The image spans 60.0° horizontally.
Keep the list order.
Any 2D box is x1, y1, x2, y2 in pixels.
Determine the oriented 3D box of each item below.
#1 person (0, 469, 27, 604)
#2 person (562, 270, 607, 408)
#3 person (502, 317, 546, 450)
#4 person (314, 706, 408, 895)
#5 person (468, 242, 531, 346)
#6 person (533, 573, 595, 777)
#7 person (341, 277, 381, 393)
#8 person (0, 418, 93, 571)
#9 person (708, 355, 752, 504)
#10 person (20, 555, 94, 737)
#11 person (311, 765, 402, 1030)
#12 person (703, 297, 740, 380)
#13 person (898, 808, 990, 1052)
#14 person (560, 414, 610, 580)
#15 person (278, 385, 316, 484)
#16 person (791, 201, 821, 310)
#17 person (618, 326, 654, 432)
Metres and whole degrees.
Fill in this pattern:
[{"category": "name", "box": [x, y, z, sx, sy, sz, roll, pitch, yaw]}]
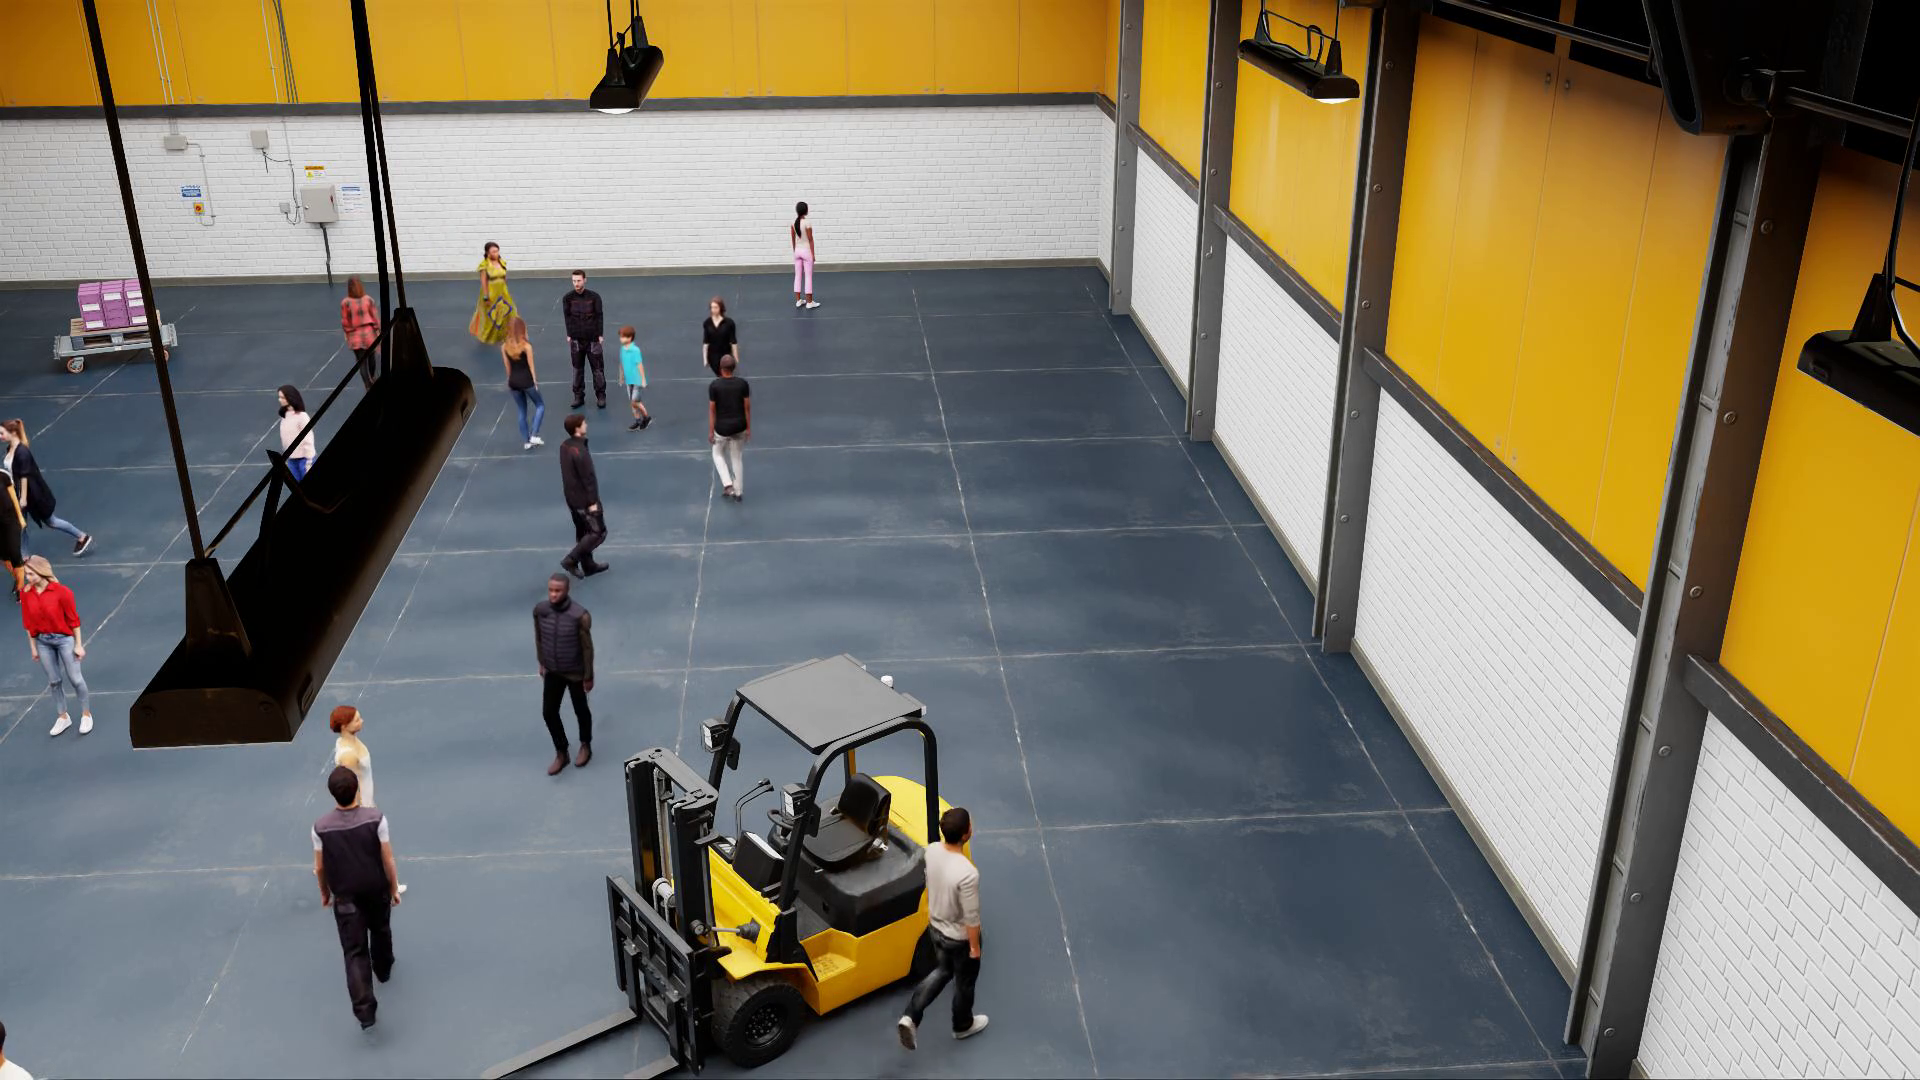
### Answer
[{"category": "person", "box": [-9.904, -0.216, 17.184, 0.723, 1.647, 0.926, -7, 25, -16]}, {"category": "person", "box": [-5.110, -2.749, 22.650, 0.693, 1.912, 0.583, -1, 24, -2]}, {"category": "person", "box": [-5.584, -1.945, 21.074, 0.682, 1.700, 0.697, 7, 25, 15]}, {"category": "person", "box": [-4.503, 1.959, 12.229, 0.756, 1.631, 0.854, -8, 25, -19]}, {"category": "person", "box": [-7.094, -3.685, 25.159, 1.272, 1.617, 1.225, 18, 29, 35]}, {"category": "person", "box": [-3.277, 1.071, 14.031, 0.844, 1.816, 0.881, 6, 24, 14]}, {"category": "person", "box": [-8.261, -2.768, 23.005, 0.890, 1.661, 1.175, -11, 26, -23]}, {"category": "person", "box": [-9.871, -0.502, 17.834, 1.087, 1.651, 1.155, 18, 29, 35]}, {"category": "person", "box": [-2.663, -1.256, 19.385, 0.757, 1.792, 0.751, -9, 25, -20]}, {"category": "person", "box": [-7.902, 0.901, 14.556, 0.608, 1.707, 0.494, -2, 24, -4]}, {"category": "person", "box": [-3.979, 2.384, 11.029, 0.852, 1.815, 1.232, -8, 25, -18]}, {"category": "person", "box": [-3.177, -2.429, 22.245, 0.805, 1.648, 1.154, 4, 24, 10]}, {"category": "person", "box": [-0.104, 2.538, 10.699, 1.014, 1.796, 1.007, -19, 30, -36]}, {"category": "person", "box": [-4.029, -0.420, 17.423, 0.980, 1.830, 0.920, -15, 28, -31]}, {"category": "person", "box": [-7.358, -0.895, 18.588, 0.722, 1.768, 0.772, 17, 29, 34]}, {"category": "person", "box": [-2.570, -4.686, 27.289, 0.657, 1.744, 0.693, 14, 27, 30]}, {"category": "person", "box": [-4.225, -2.133, 21.832, 0.670, 1.437, 0.728, 20, 31, 38]}]
